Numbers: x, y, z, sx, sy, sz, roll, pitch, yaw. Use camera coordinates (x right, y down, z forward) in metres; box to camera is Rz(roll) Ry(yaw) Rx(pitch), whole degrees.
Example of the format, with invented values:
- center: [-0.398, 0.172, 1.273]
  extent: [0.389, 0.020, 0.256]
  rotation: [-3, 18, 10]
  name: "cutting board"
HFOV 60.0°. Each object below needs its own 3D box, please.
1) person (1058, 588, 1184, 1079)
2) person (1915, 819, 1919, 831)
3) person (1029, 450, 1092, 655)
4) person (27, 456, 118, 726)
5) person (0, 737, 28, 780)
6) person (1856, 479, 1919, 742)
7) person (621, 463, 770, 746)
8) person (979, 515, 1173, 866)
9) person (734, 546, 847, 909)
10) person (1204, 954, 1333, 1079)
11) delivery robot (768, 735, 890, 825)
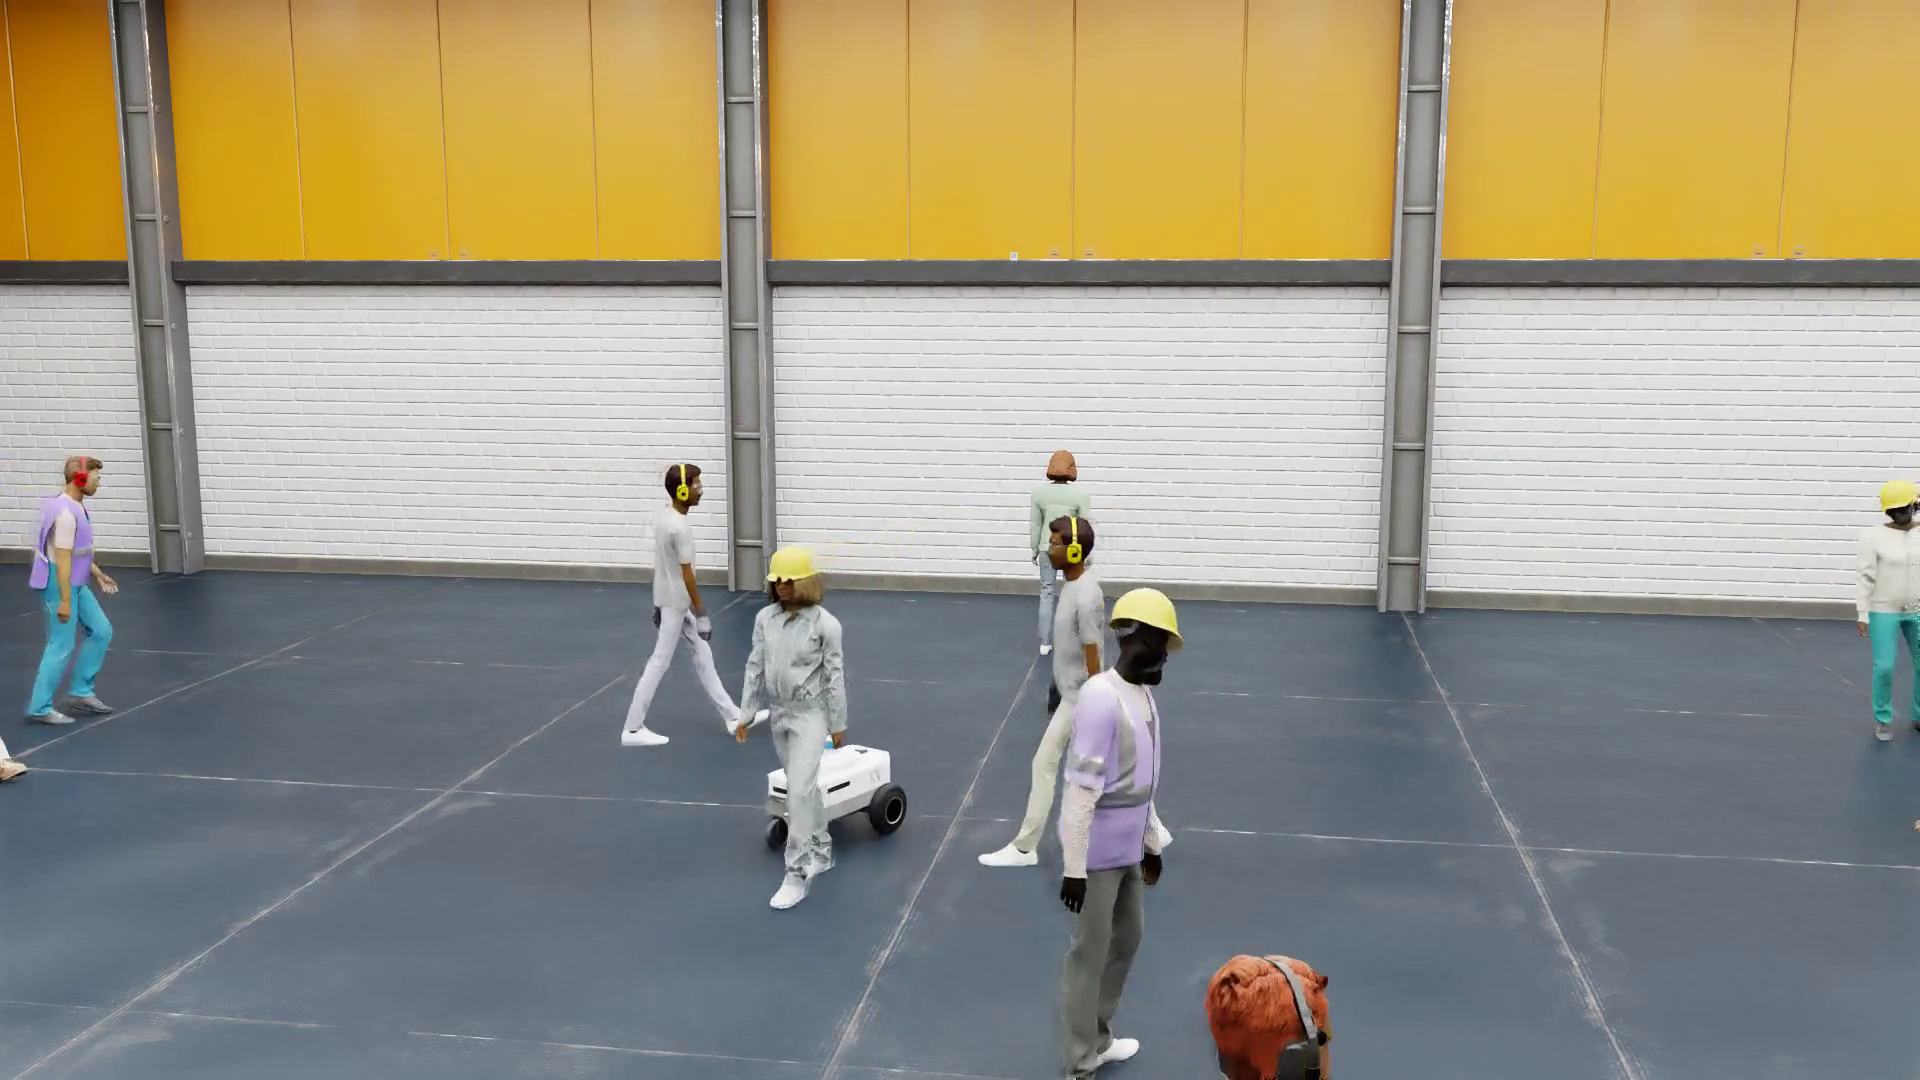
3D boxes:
- center: [0.545, 1.132, 6.037]
  extent: [0.382, 1.879, 0.718]
  rotation: [4, 10, 24]
  name: "person"
- center: [5.293, 0.725, 8.615]
  extent: [0.470, 1.846, 0.623]
  rotation: [1, 9, 6]
  name: "person"
- center: [0.796, 0.105, 13.100]
  extent: [0.508, 1.631, 0.270]
  rotation: [3, 10, 20]
  name: "person"
- center: [-6.038, 0.333, 11.216]
  extent: [0.599, 1.792, 0.581]
  rotation: [-4, 10, -23]
  name: "person"
- center: [-5.909, 0.568, 9.703]
  extent: [0.866, 1.807, 0.651]
  rotation: [5, 10, 26]
  name: "person"
- center: [6.027, 0.458, 10.638]
  extent: [0.614, 1.722, 0.406]
  rotation: [1, 9, 3]
  name: "person"
- center: [-1.725, 0.418, 10.608]
  extent: [0.993, 1.813, 0.538]
  rotation: [-3, 10, -16]
  name: "person"
- center: [0.622, 0.776, 8.424]
  extent: [0.972, 1.823, 0.529]
  rotation: [0, 9, 2]
  name: "person"
- center: [-0.845, 0.887, 8.051]
  extent: [0.498, 1.714, 0.775]
  rotation: [6, 11, 34]
  name: "person"
- center: [0.441, 1.642, 2.915]
  extent: [0.617, 1.864, 0.607]
  rotation: [0, 9, -1]
  name: "person"
- center: [-0.692, 1.284, 8.857]
  extent: [0.477, 0.478, 0.707]
  rotation: [7, 11, 36]
  name: "delivery robot"
